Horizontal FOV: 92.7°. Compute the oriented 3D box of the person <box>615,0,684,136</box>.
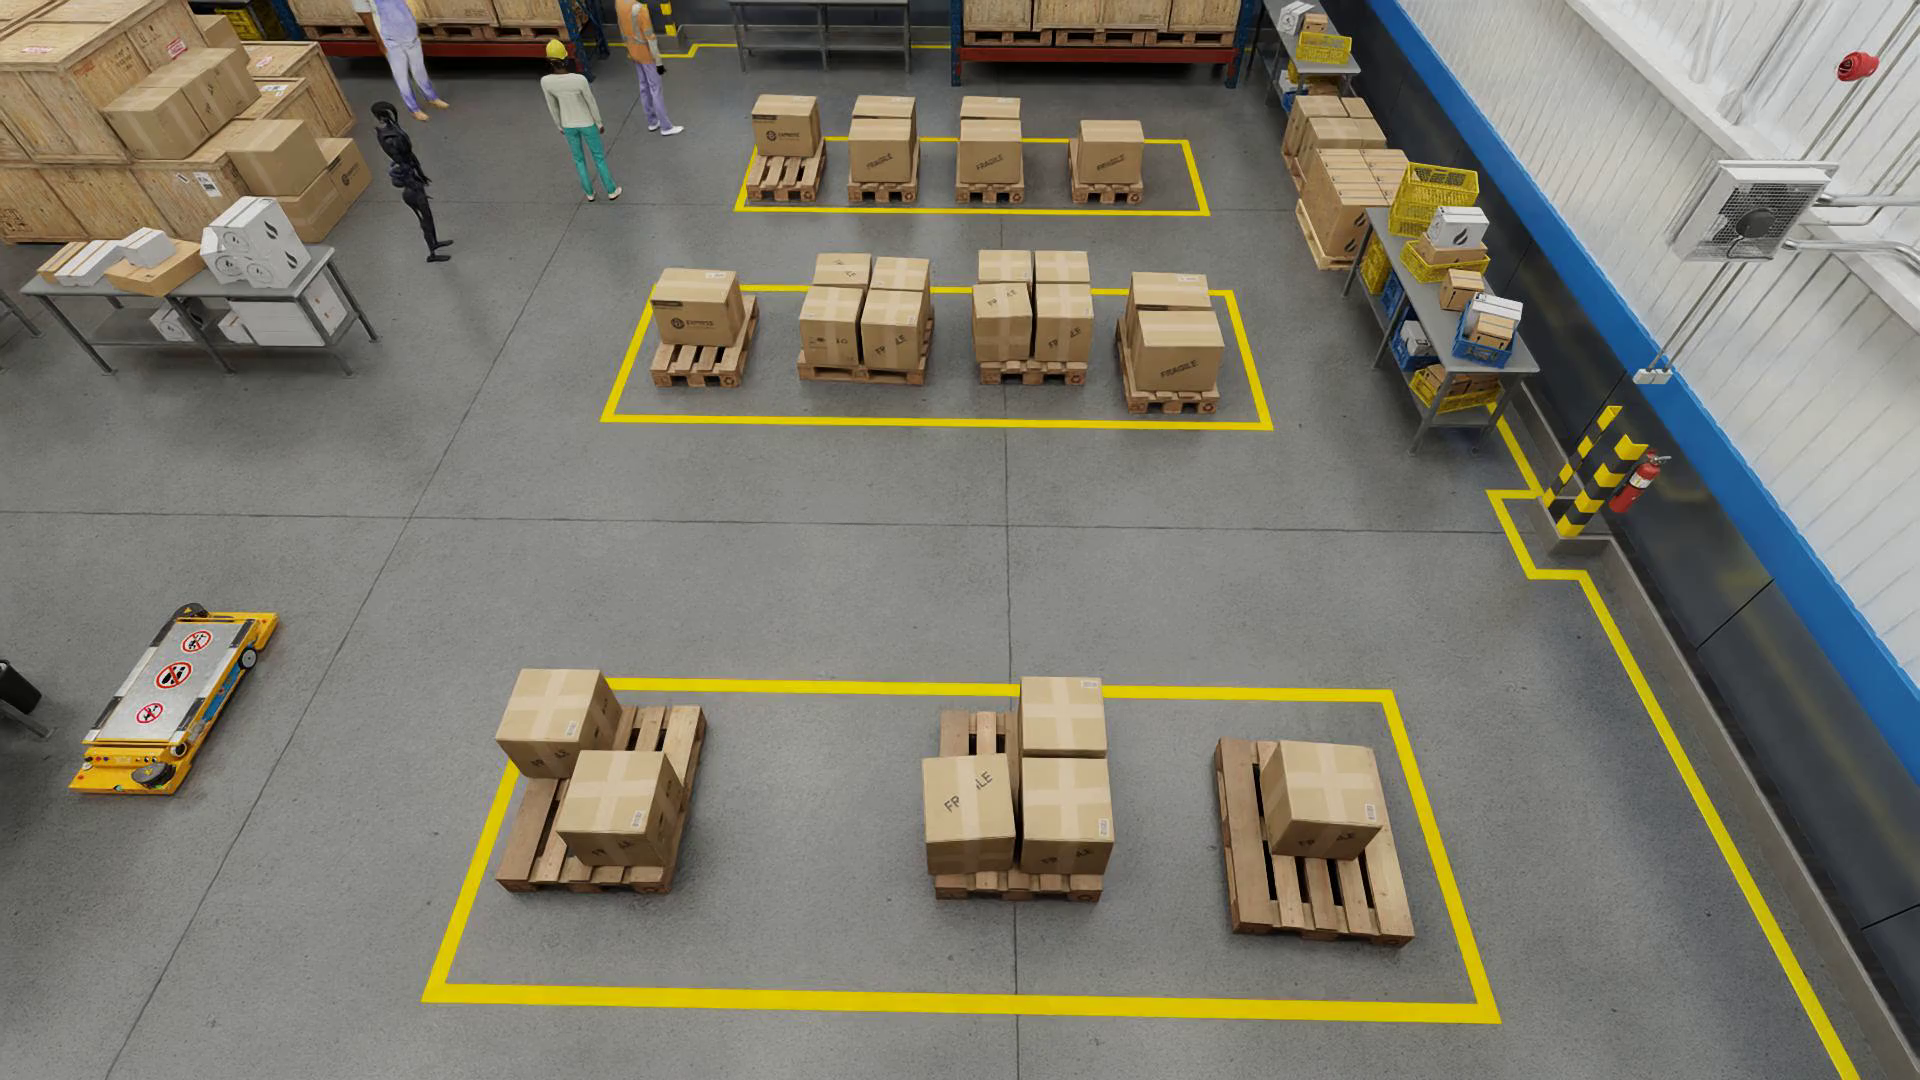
[{"bbox_3d":[-3.911,-6.048,11.399,0.588,1.926,0.385,32,57,24],"label":"person"}]

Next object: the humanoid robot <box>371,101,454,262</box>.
[{"bbox_3d":[-5.753,-3.762,9.631,0.364,1.649,0.602,-12,51,-10],"label":"humanoid robot"}]

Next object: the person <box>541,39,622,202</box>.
[{"bbox_3d":[-4.307,-4.704,10.365,0.523,1.769,0.314,-3,50,-3],"label":"person"}]

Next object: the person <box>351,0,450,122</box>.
[{"bbox_3d":[-7.145,-6.454,11.669,0.536,2.000,0.682,17,52,14],"label":"person"}]

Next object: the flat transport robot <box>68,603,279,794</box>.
[{"bbox_3d":[-5.504,1.072,6.442,0.652,0.197,1.431,1,50,1],"label":"flat transport robot"}]
